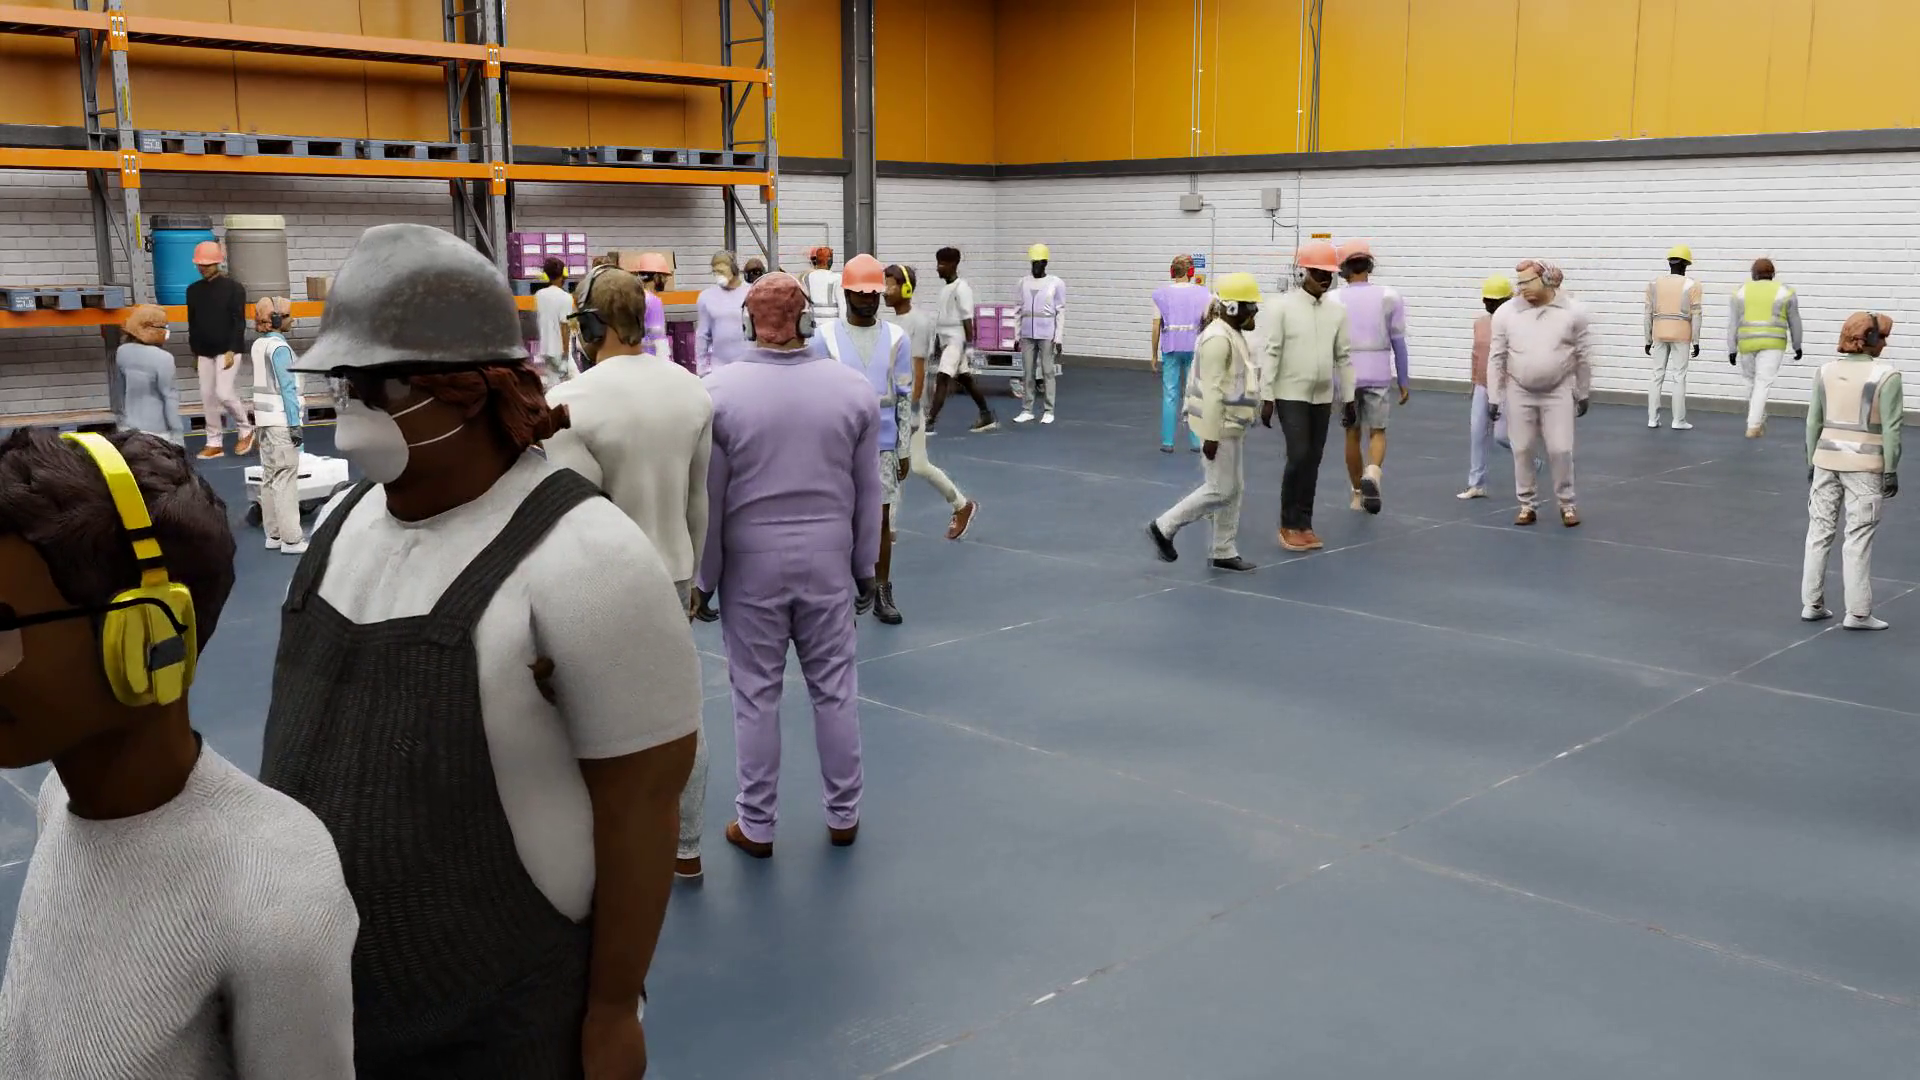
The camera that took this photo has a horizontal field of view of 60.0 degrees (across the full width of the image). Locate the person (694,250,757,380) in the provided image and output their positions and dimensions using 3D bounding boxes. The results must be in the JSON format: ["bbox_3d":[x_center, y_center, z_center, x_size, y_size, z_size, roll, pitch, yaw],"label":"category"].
[{"bbox_3d":[-1.810,-1.352,13.288,0.656,1.903,0.436,3,11,17],"label":"person"}]

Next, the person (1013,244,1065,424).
[{"bbox_3d":[0.846,-2.215,17.949,0.614,1.925,0.372,6,12,28],"label":"person"}]

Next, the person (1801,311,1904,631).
[{"bbox_3d":[4.594,-0.353,8.580,0.313,1.635,0.513,-5,11,-24],"label":"person"}]

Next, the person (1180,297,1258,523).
[{"bbox_3d":[1.831,-0.922,11.724,0.517,1.612,0.539,-9,14,-41],"label":"person"}]

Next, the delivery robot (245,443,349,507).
[{"bbox_3d":[-4.668,-0.439,11.718,0.477,0.478,0.707,5,12,25],"label":"delivery robot"}]

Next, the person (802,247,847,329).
[{"bbox_3d":[-1.635,-2.607,20.184,0.585,1.882,0.344,4,11,23],"label":"person"}]

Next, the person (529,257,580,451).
[{"bbox_3d":[-3.747,-1.734,15.601,0.495,1.826,0.720,7,12,33],"label":"person"}]

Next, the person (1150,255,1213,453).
[{"bbox_3d":[2.056,-1.719,15.470,0.564,1.839,0.396,1,10,5],"label":"person"}]

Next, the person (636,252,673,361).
[{"bbox_3d":[-2.644,-1.418,13.705,0.984,1.892,0.551,-4,11,-23],"label":"person"}]

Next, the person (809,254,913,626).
[{"bbox_3d":[-0.501,-0.500,8.599,0.540,1.930,0.384,-3,11,-14],"label":"person"}]

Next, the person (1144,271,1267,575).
[{"bbox_3d":[1.477,-0.685,9.883,0.633,1.814,0.617,4,11,19],"label":"person"}]

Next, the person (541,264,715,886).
[{"bbox_3d":[-0.999,0.154,4.988,0.373,1.939,0.628,7,12,33],"label":"person"}]

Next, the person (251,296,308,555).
[{"bbox_3d":[-4.323,-0.723,10.584,0.309,1.640,0.514,-9,14,-41],"label":"person"}]

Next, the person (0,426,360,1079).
[{"bbox_3d":[-0.718,0.822,1.534,0.527,1.867,0.316,9,13,39],"label":"person"}]

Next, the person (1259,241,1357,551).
[{"bbox_3d":[2.267,-0.904,10.639,0.642,1.977,0.535,-5,11,-24],"label":"person"}]

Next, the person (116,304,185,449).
[{"bbox_3d":[-5.172,-0.704,10.595,0.552,1.593,0.588,4,11,19],"label":"person"}]

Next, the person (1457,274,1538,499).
[{"bbox_3d":[4.170,-1.167,12.744,0.613,1.732,0.560,-6,12,-30],"label":"person"}]

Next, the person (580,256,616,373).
[{"bbox_3d":[-3.574,-1.899,16.502,0.552,1.819,0.503,9,13,39],"label":"person"}]

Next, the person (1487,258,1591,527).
[{"bbox_3d":[3.997,-1.011,11.536,0.670,1.867,0.483,4,11,22],"label":"person"}]

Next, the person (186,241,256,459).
[{"bbox_3d":[-6.695,-1.698,14.986,0.639,1.967,0.473,3,11,14],"label":"person"}]

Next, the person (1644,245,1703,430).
[{"bbox_3d":[7.452,-2.111,17.389,0.585,1.918,0.379,10,14,43],"label":"person"}]

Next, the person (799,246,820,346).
[{"bbox_3d":[-1.917,-2.900,21.805,0.531,1.896,0.918,7,12,32],"label":"person"}]

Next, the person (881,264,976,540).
[{"bbox_3d":[-0.311,-0.874,10.844,0.844,1.846,0.517,-8,13,-36],"label":"person"}]

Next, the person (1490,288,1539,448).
[{"bbox_3d":[5.385,-1.708,16.005,0.514,1.617,0.528,-3,11,-17],"label":"person"}]

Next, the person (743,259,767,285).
[{"bbox_3d":[-1.979,-1.833,16.220,0.627,1.787,0.972,-1,10,-8],"label":"person"}]

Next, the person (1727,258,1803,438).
[{"bbox_3d":[8.152,-1.946,16.850,0.644,1.776,0.991,9,14,41],"label":"person"}]

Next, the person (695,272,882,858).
[{"bbox_3d":[-0.577,0.084,5.458,0.645,1.905,0.400,-3,11,-18],"label":"person"}]

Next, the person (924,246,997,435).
[{"bbox_3d":[-0.056,-2.026,16.952,1.020,1.915,0.634,-3,11,-18],"label":"person"}]

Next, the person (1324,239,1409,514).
[{"bbox_3d":[2.875,-1.139,11.877,0.686,1.999,0.746,2,11,11],"label":"person"}]

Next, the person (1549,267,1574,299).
[{"bbox_3d":[7.059,-2.425,19.862,0.512,1.641,0.307,3,11,18],"label":"person"}]
